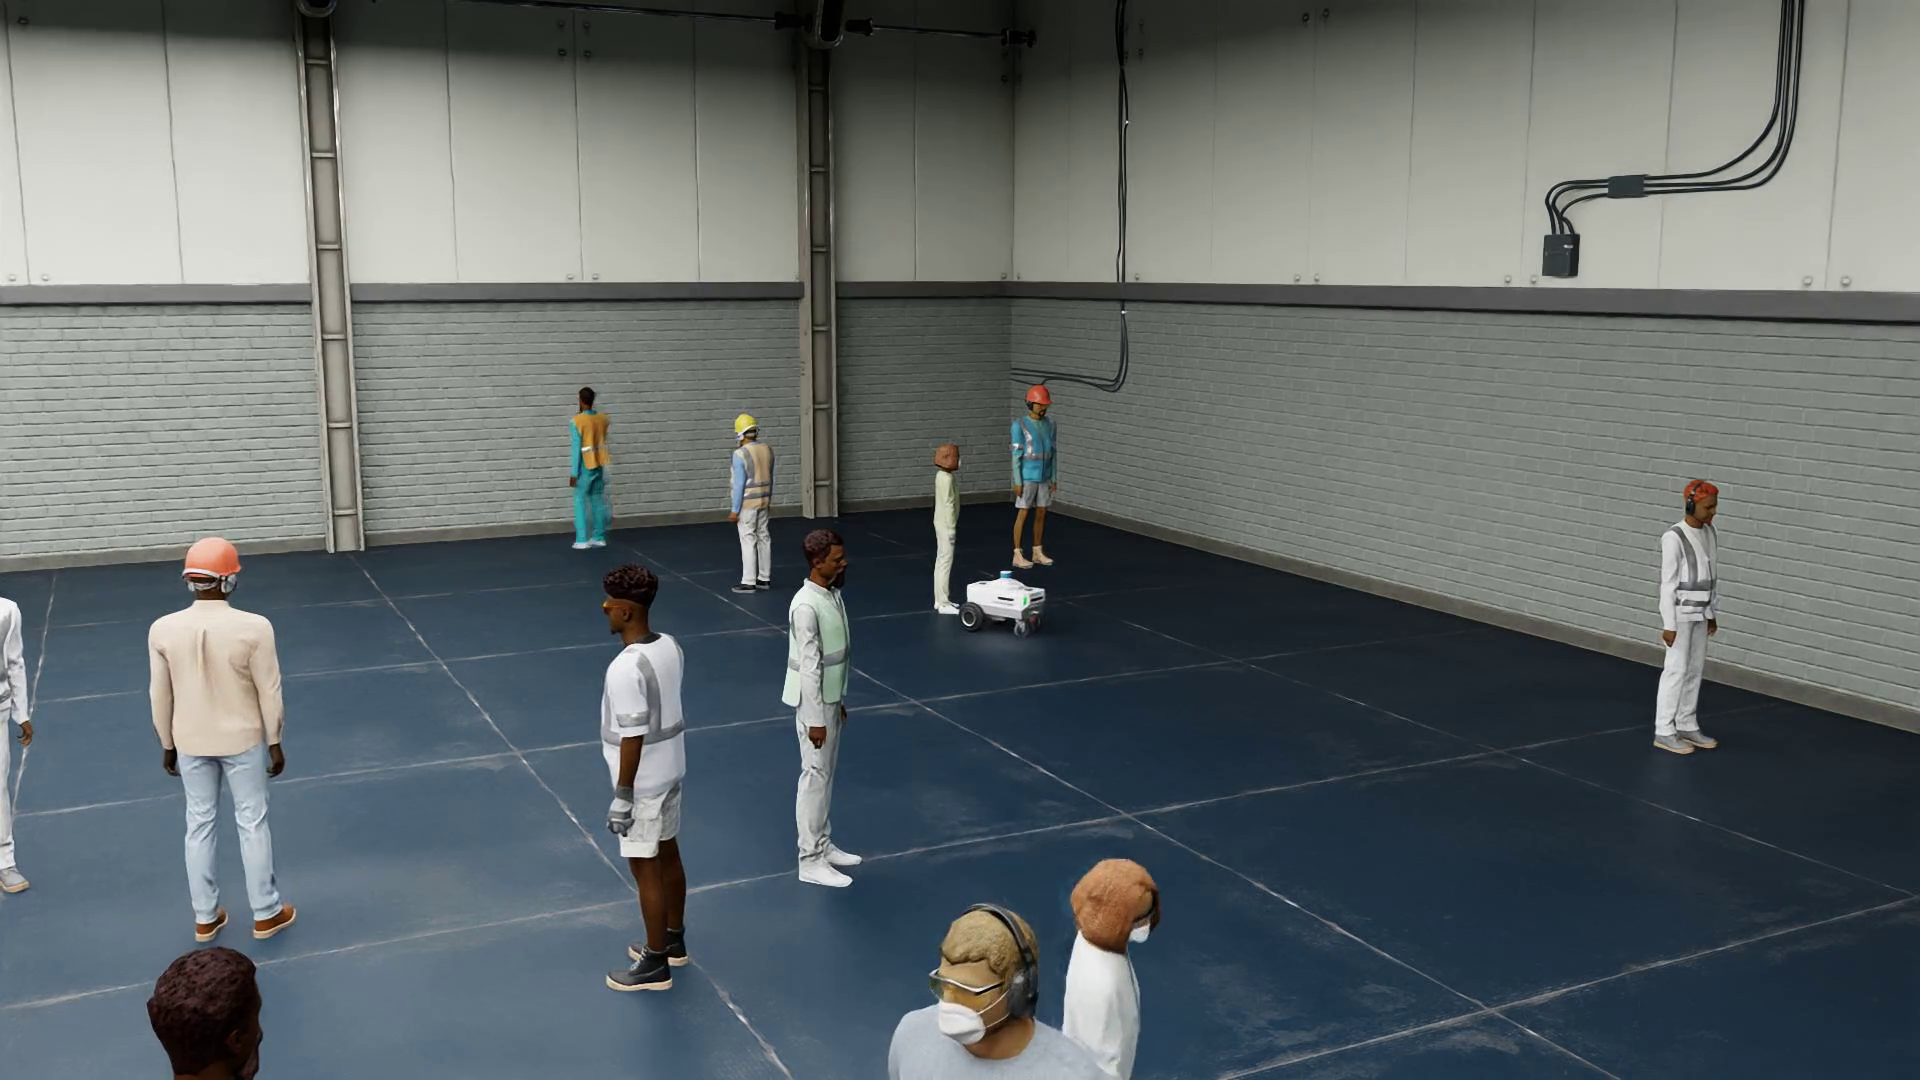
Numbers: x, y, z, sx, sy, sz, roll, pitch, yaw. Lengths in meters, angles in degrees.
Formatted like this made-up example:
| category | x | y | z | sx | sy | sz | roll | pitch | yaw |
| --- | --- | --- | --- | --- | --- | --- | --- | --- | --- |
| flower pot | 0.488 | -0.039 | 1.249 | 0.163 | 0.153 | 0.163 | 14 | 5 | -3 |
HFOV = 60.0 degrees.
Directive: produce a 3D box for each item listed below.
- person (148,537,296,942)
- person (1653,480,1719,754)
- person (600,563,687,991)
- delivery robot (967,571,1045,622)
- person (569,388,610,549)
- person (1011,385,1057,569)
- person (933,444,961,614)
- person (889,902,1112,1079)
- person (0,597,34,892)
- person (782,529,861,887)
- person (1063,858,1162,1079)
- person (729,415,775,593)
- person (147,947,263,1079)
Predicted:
| category | x | y | z | sx | sy | sz | roll | pitch | yaw |
| --- | --- | --- | --- | --- | --- | --- | --- | --- | --- |
| person | -3.614 | 0.976 | 8.150 | 0.613 | 1.995 | 0.391 | 0 | 9 | -3 |
| person | 4.966 | 0.518 | 11.345 | 0.587 | 1.878 | 0.360 | -7 | 12 | -38 |
| person | -1.450 | 1.078 | 7.617 | 0.368 | 1.965 | 0.609 | 2 | 9 | 11 |
| delivery robot | 0.417 | 0.525 | 15.073 | 0.707 | 0.478 | 0.477 | 7 | 12 | 38 |
| person | -4.406 | -0.835 | 19.682 | 0.453 | 1.894 | 0.644 | 6 | 11 | 32 |
| person | 0.848 | -0.695 | 18.366 | 0.605 | 2.032 | 0.418 | -7 | 12 | -37 |
| person | -0.112 | -0.111 | 15.961 | 0.280 | 1.633 | 0.503 | -1 | 9 | -8 |
| person | 0.074 | 1.728 | 3.693 | 0.627 | 1.940 | 0.376 | 7 | 12 | 37 |
| person | -5.162 | 0.948 | 8.675 | 0.360 | 1.883 | 0.574 | 9 | 13 | 44 |
| person | -0.750 | 0.884 | 8.958 | 0.392 | 1.919 | 0.592 | 1 | 9 | 6 |
| person | 0.429 | 1.693 | 4.990 | 0.701 | 1.589 | 0.565 | 1 | 9 | 9 |
| person | -2.143 | -0.369 | 16.973 | 0.403 | 1.822 | 0.588 | 6 | 11 | 32 |
| person | -1.521 | 1.777 | 3.452 | 0.588 | 1.920 | 0.390 | 2 | 9 | 11 |
